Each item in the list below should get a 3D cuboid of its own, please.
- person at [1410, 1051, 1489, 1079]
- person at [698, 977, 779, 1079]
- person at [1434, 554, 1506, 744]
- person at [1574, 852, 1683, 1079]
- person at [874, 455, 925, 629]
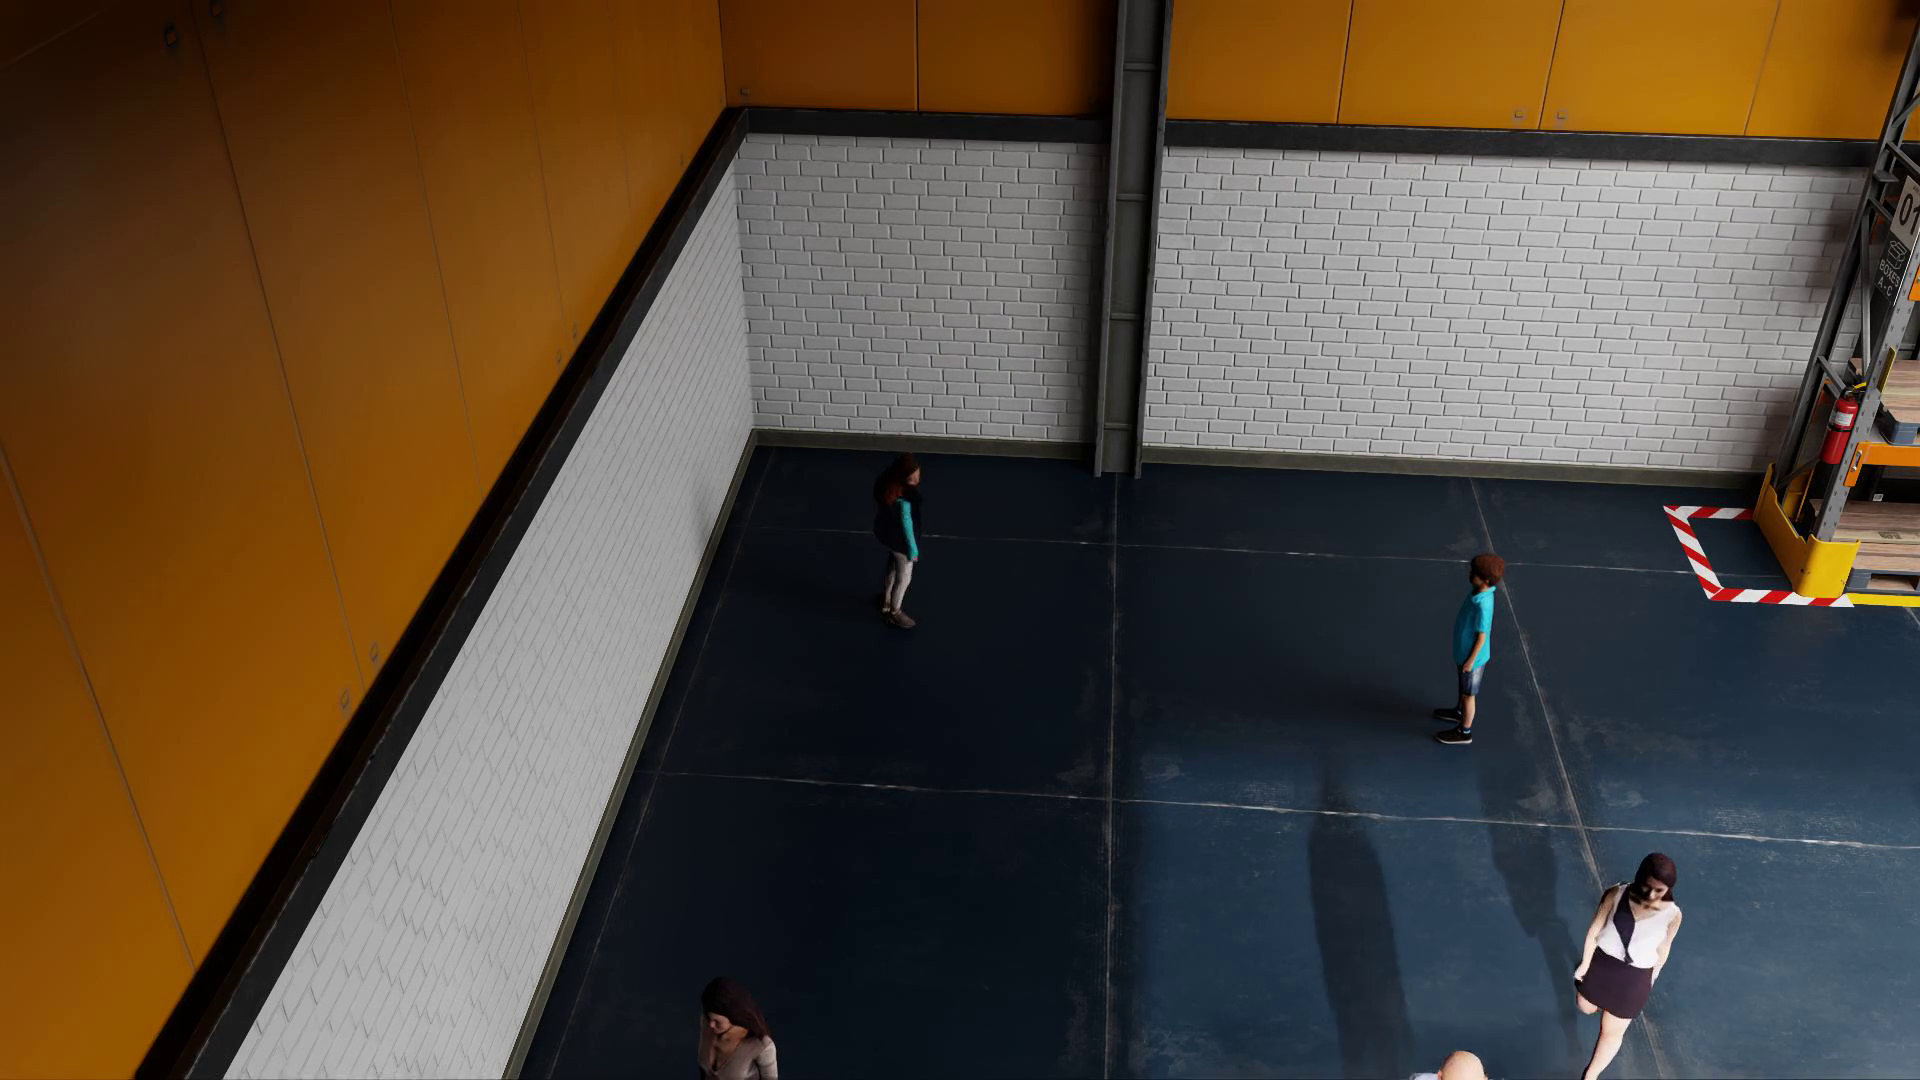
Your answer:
[{"bbox_3d":[2.151,2.846,7.508,1.058,1.748,0.761,4,34,7],"label":"person"},{"bbox_3d":[-1.034,2.650,7.807,0.596,1.743,0.725,19,38,26],"label":"person"},{"bbox_3d":[3.395,0.703,11.001,0.502,1.449,0.540,6,34,9],"label":"person"},{"bbox_3d":[3.412,2.184,8.609,0.935,1.630,0.828,15,36,21],"label":"person"},{"bbox_3d":[-0.473,-0.043,12.103,0.698,1.472,0.766,-12,36,-18],"label":"person"}]
